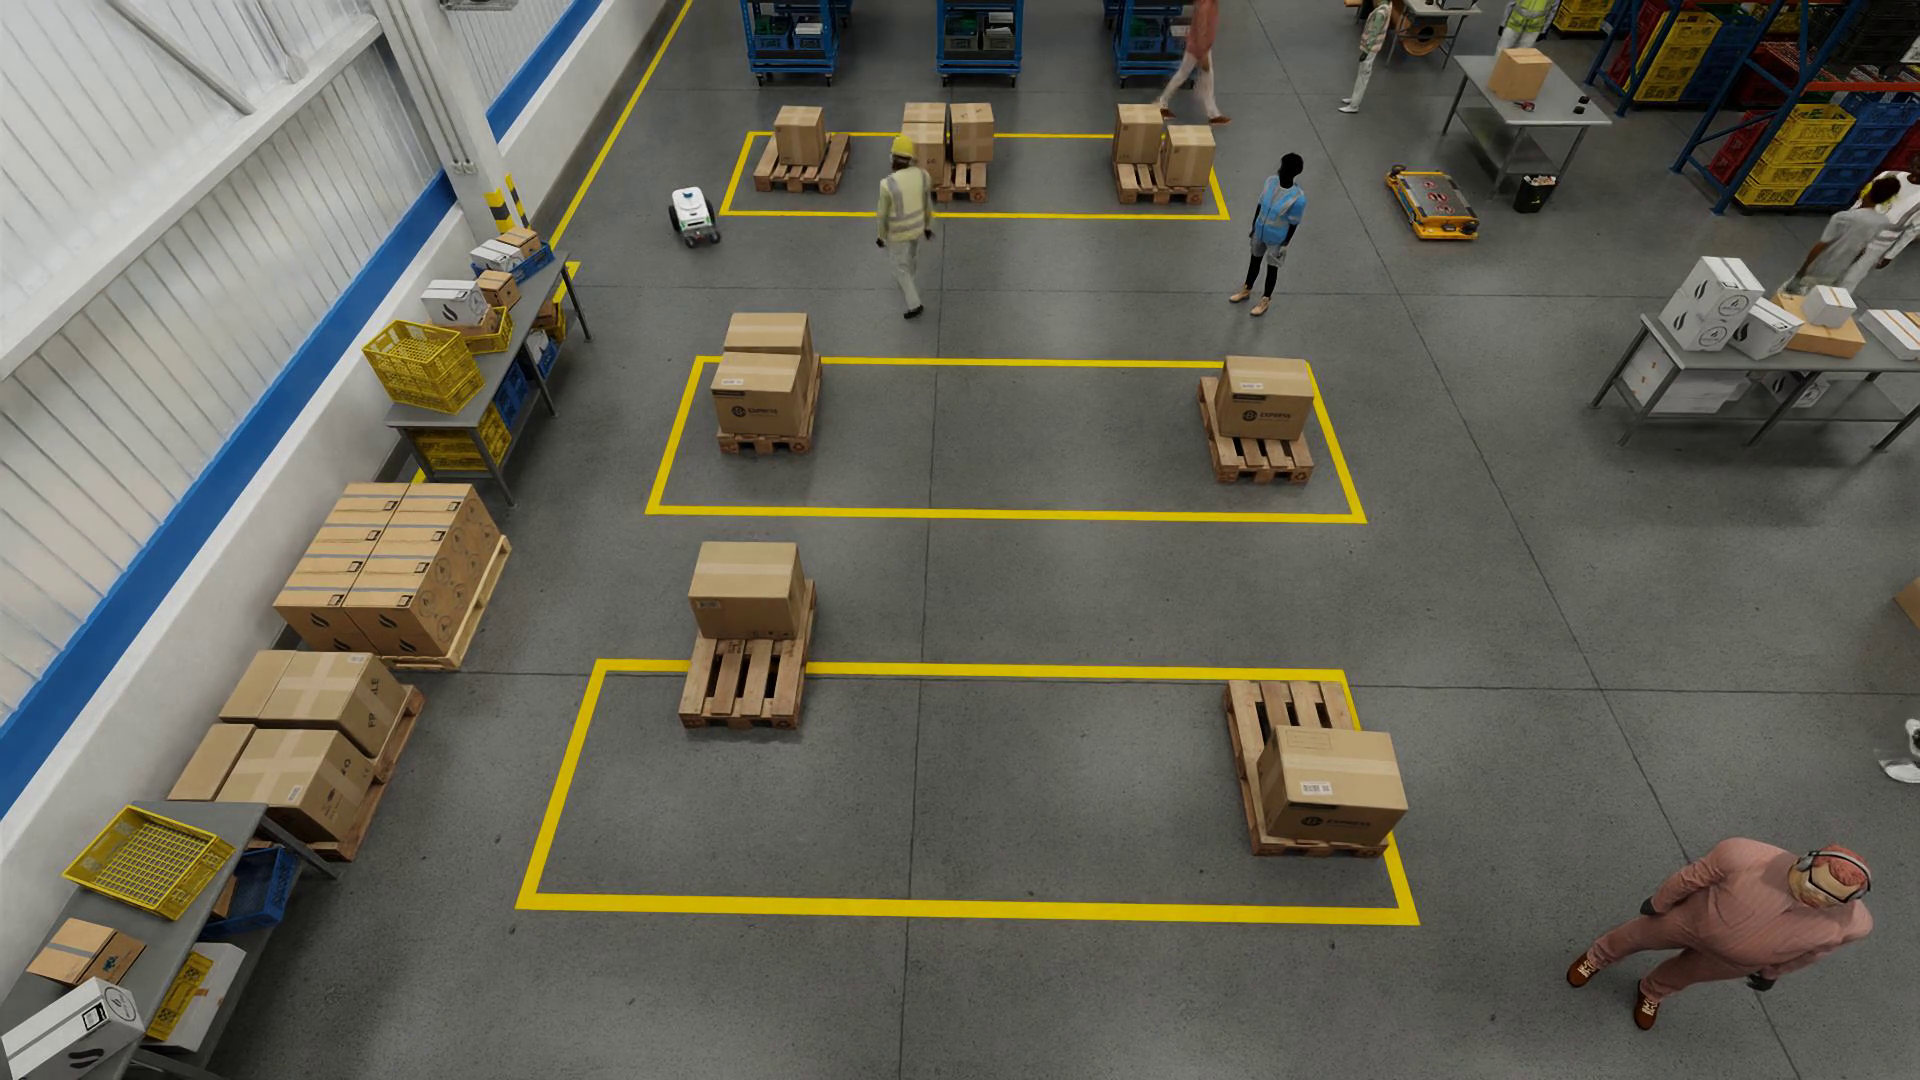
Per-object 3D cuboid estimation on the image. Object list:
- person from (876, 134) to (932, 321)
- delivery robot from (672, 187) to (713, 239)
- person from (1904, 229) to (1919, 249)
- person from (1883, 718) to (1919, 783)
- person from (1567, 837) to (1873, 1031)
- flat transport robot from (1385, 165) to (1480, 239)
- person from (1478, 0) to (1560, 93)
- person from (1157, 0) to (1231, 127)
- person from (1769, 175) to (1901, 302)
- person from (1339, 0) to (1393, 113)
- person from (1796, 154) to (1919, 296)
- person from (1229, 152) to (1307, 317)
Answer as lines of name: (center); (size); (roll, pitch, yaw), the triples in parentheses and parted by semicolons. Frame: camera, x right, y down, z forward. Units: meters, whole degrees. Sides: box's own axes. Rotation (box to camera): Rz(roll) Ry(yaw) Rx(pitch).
person: (-0.550, -3.144, 9.236); (0.616, 1.801, 0.722); (-35, 57, -26)
delivery robot: (-3.083, -3.786, 10.546); (0.477, 0.478, 0.707); (-15, 51, -13)
person: (11.101, -4.013, 9.895); (0.356, 1.936, 0.635); (-32, 56, -25)
person: (6.625, 0.896, 5.689); (0.701, 1.879, 0.366); (-20, 52, -16)
person: (3.873, 2.026, 4.686); (0.639, 1.910, 0.407); (32, 56, 25)
flat transport robot: (5.692, -4.094, 11.059); (0.652, 0.197, 1.431); (1, 49, 1)
person: (7.767, -7.078, 12.620); (0.629, 1.837, 0.431); (20, 52, 16)
person: (3.165, -6.427, 11.990); (1.076, 1.933, 0.610); (24, 53, 19)
person: (8.119, -2.501, 8.655); (0.531, 1.826, 0.643); (10, 50, 8)
person: (5.531, -6.646, 12.365); (0.308, 1.645, 0.515); (20, 52, 16)
person: (8.912, -2.939, 9.005); (0.344, 1.877, 0.578); (-27, 54, -22)
person: (3.132, -3.071, 9.235); (0.318, 1.698, 0.535); (-27, 54, -21)
